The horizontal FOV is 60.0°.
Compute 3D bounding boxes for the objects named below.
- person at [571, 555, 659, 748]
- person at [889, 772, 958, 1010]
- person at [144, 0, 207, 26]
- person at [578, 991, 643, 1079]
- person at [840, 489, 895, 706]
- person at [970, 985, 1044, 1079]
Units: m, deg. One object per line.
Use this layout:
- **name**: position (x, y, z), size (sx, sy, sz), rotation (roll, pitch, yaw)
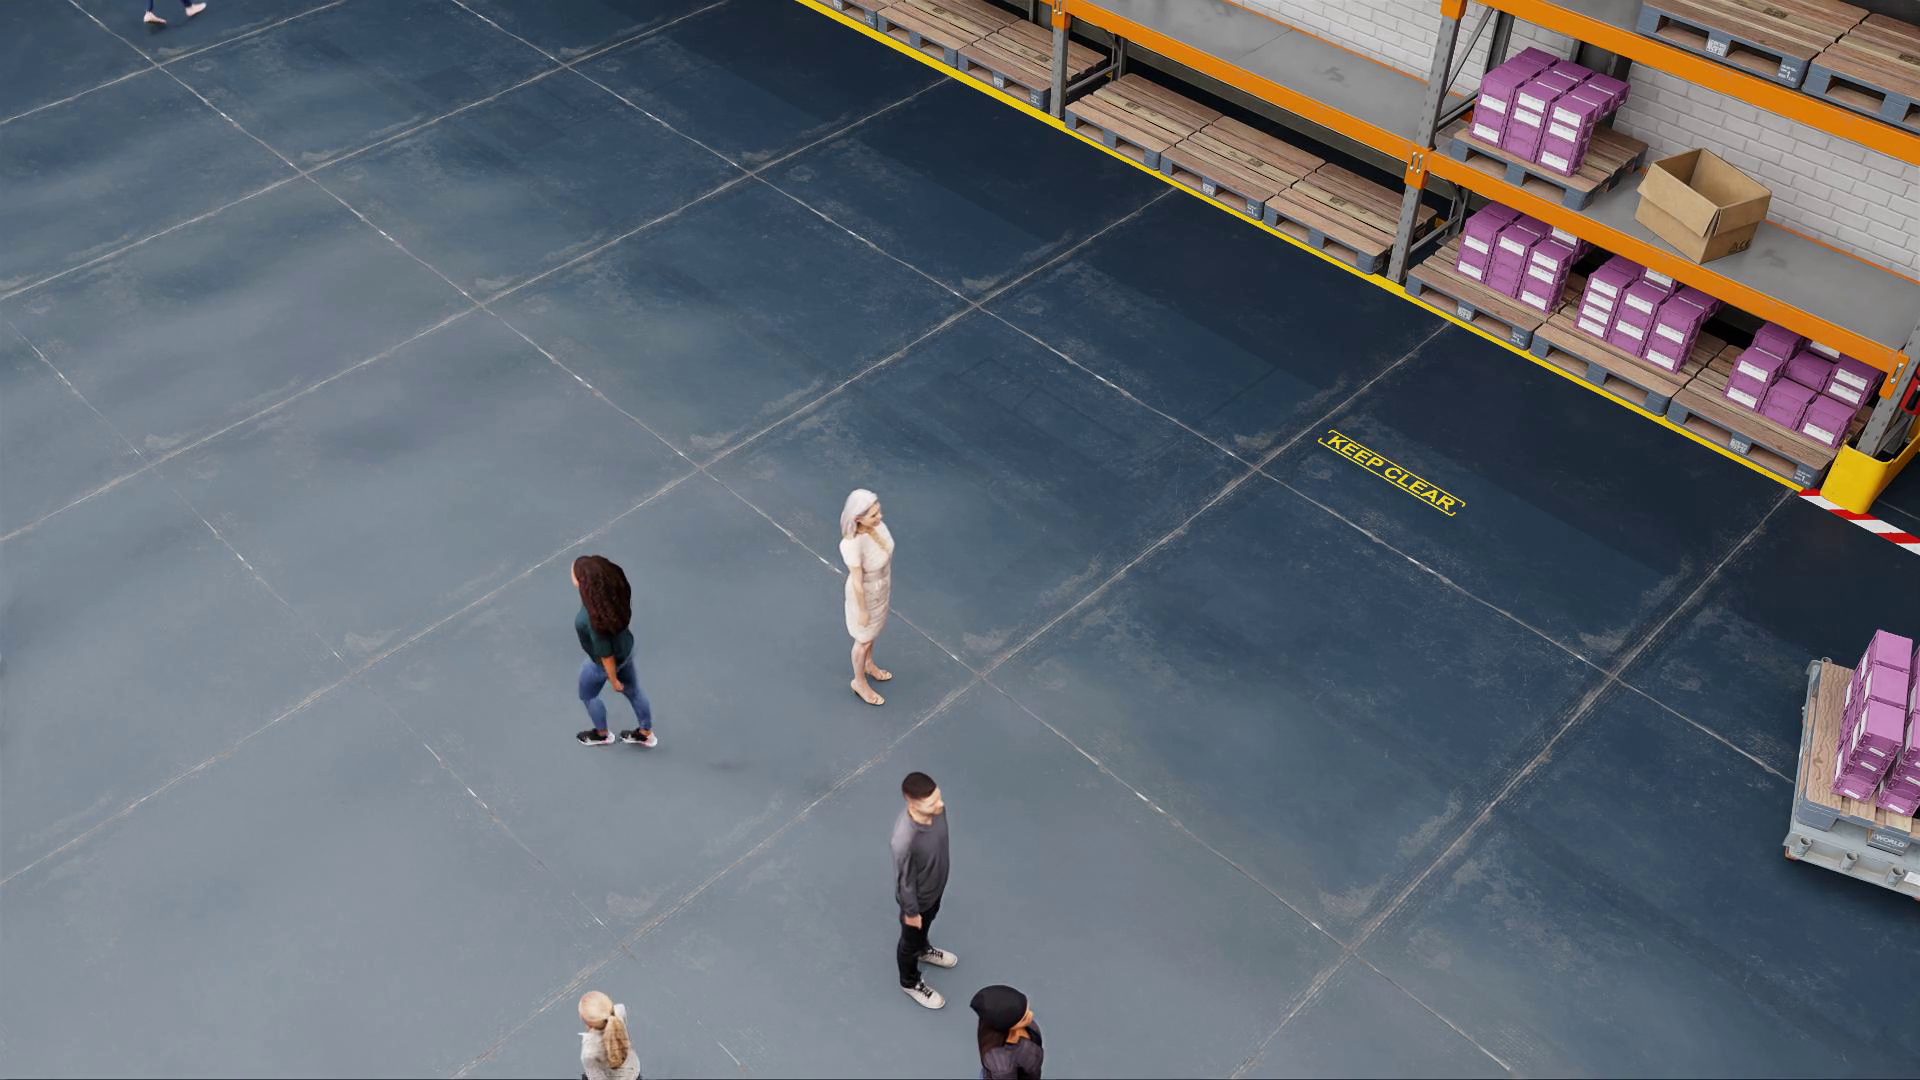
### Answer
- **person**: position (-2.065, 0.718, 10.205), size (0.857, 1.598, 0.771), rotation (11, 45, 11)
- **person**: position (-0.213, 1.837, 8.913), size (0.691, 1.760, 0.697), rotation (13, 45, 14)
- **person**: position (-8.514, -6.199, 17.377), size (0.986, 1.721, 0.848), rotation (18, 46, 18)
- **person**: position (-1.700, 2.690, 8.376), size (0.615, 1.265, 0.555), rotation (24, 49, 23)
- **person**: position (-0.588, 0.347, 10.494), size (0.711, 1.736, 0.689), rotation (9, 44, 9)
- **person**: position (0.214, 2.675, 8.043), size (0.769, 1.746, 0.708), rotation (0, 44, 0)
